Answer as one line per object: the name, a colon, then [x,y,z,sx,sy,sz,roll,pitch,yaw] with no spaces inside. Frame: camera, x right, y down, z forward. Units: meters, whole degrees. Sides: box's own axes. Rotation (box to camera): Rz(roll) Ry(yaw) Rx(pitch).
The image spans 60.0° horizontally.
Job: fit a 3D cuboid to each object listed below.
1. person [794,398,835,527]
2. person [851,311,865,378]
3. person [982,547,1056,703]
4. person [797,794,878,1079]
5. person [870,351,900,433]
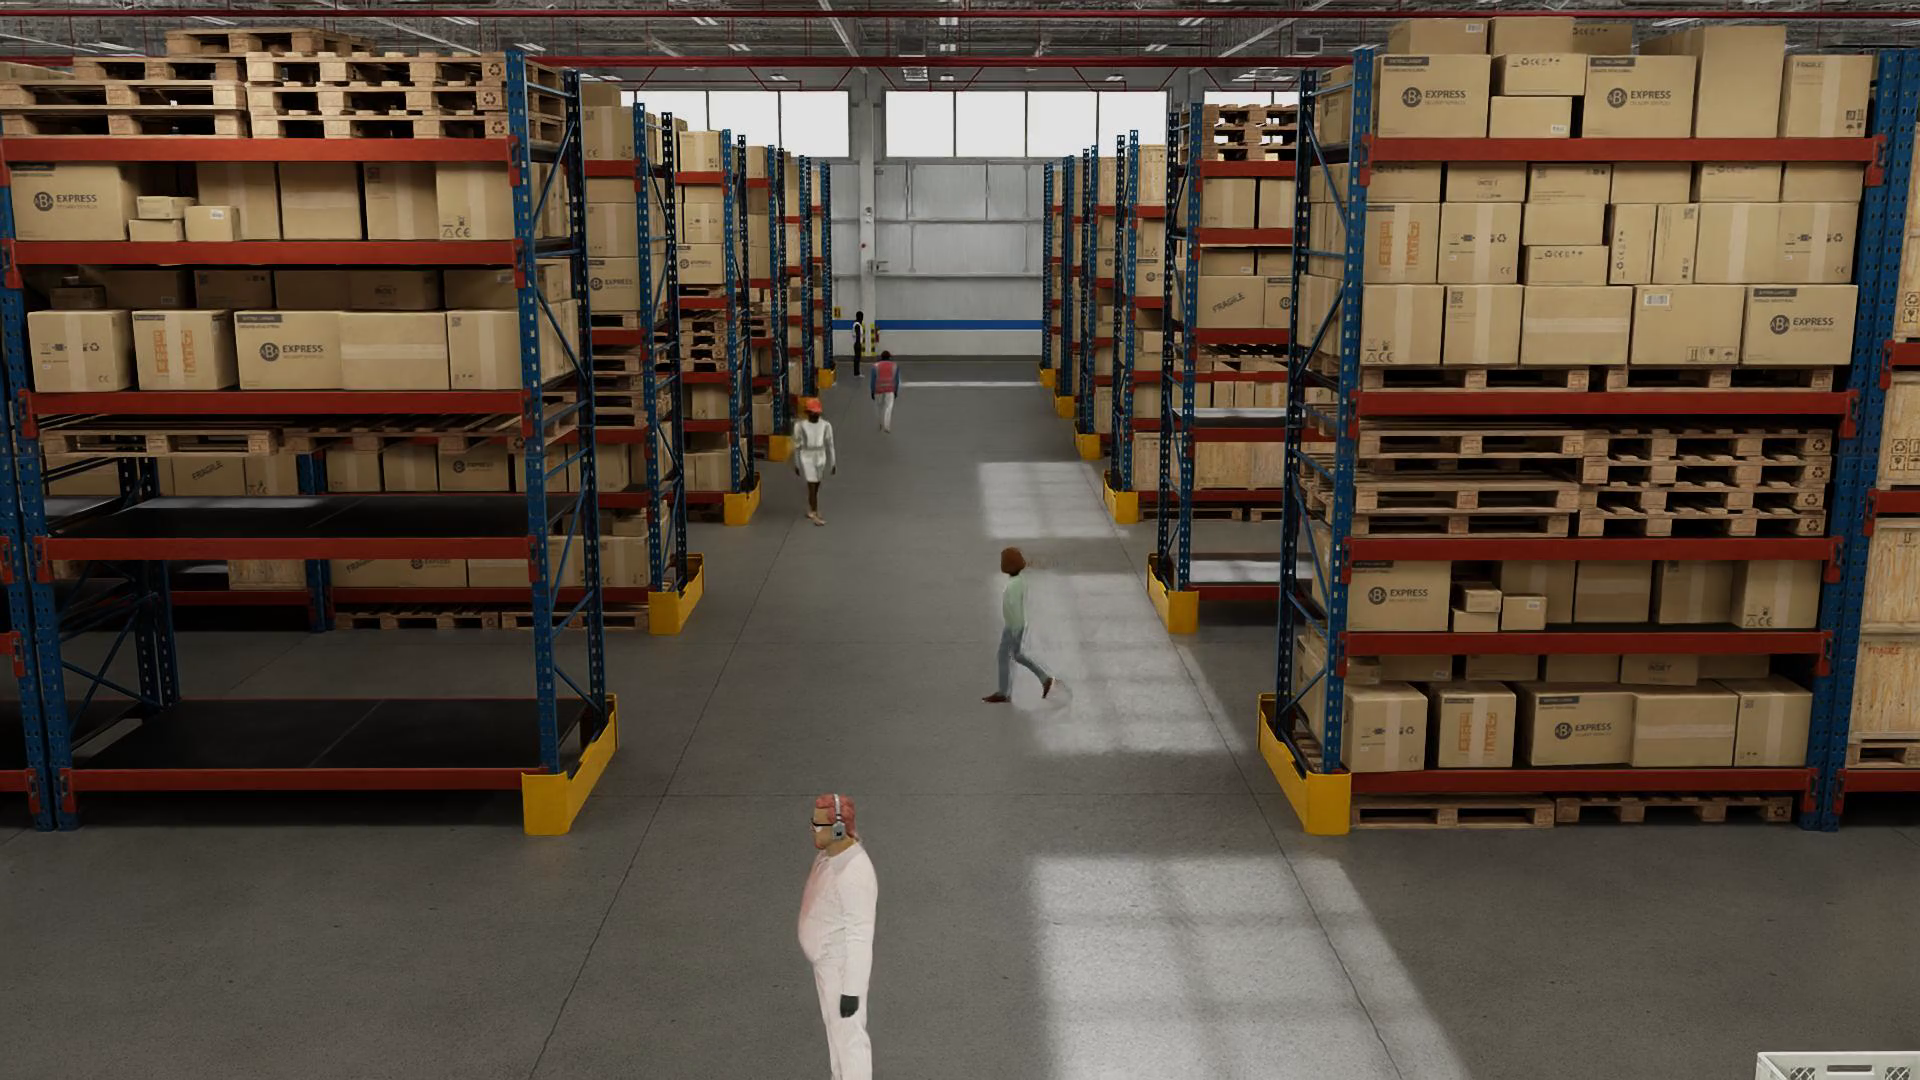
person: [-2.303,-1.253,26.141,0.619,1.999,1.057,-4,12,-20]
person: [-2.955,-5.659,48.153,0.393,1.915,0.589,-1,12,-7]
person: [0.592,0.855,16.602,0.664,1.608,0.509,2,12,7]
person: [-0.661,2.269,8.877,0.409,1.907,0.651,-4,12,-18]
person: [-1.649,-3.263,36.614,0.637,1.780,0.963,0,11,0]
